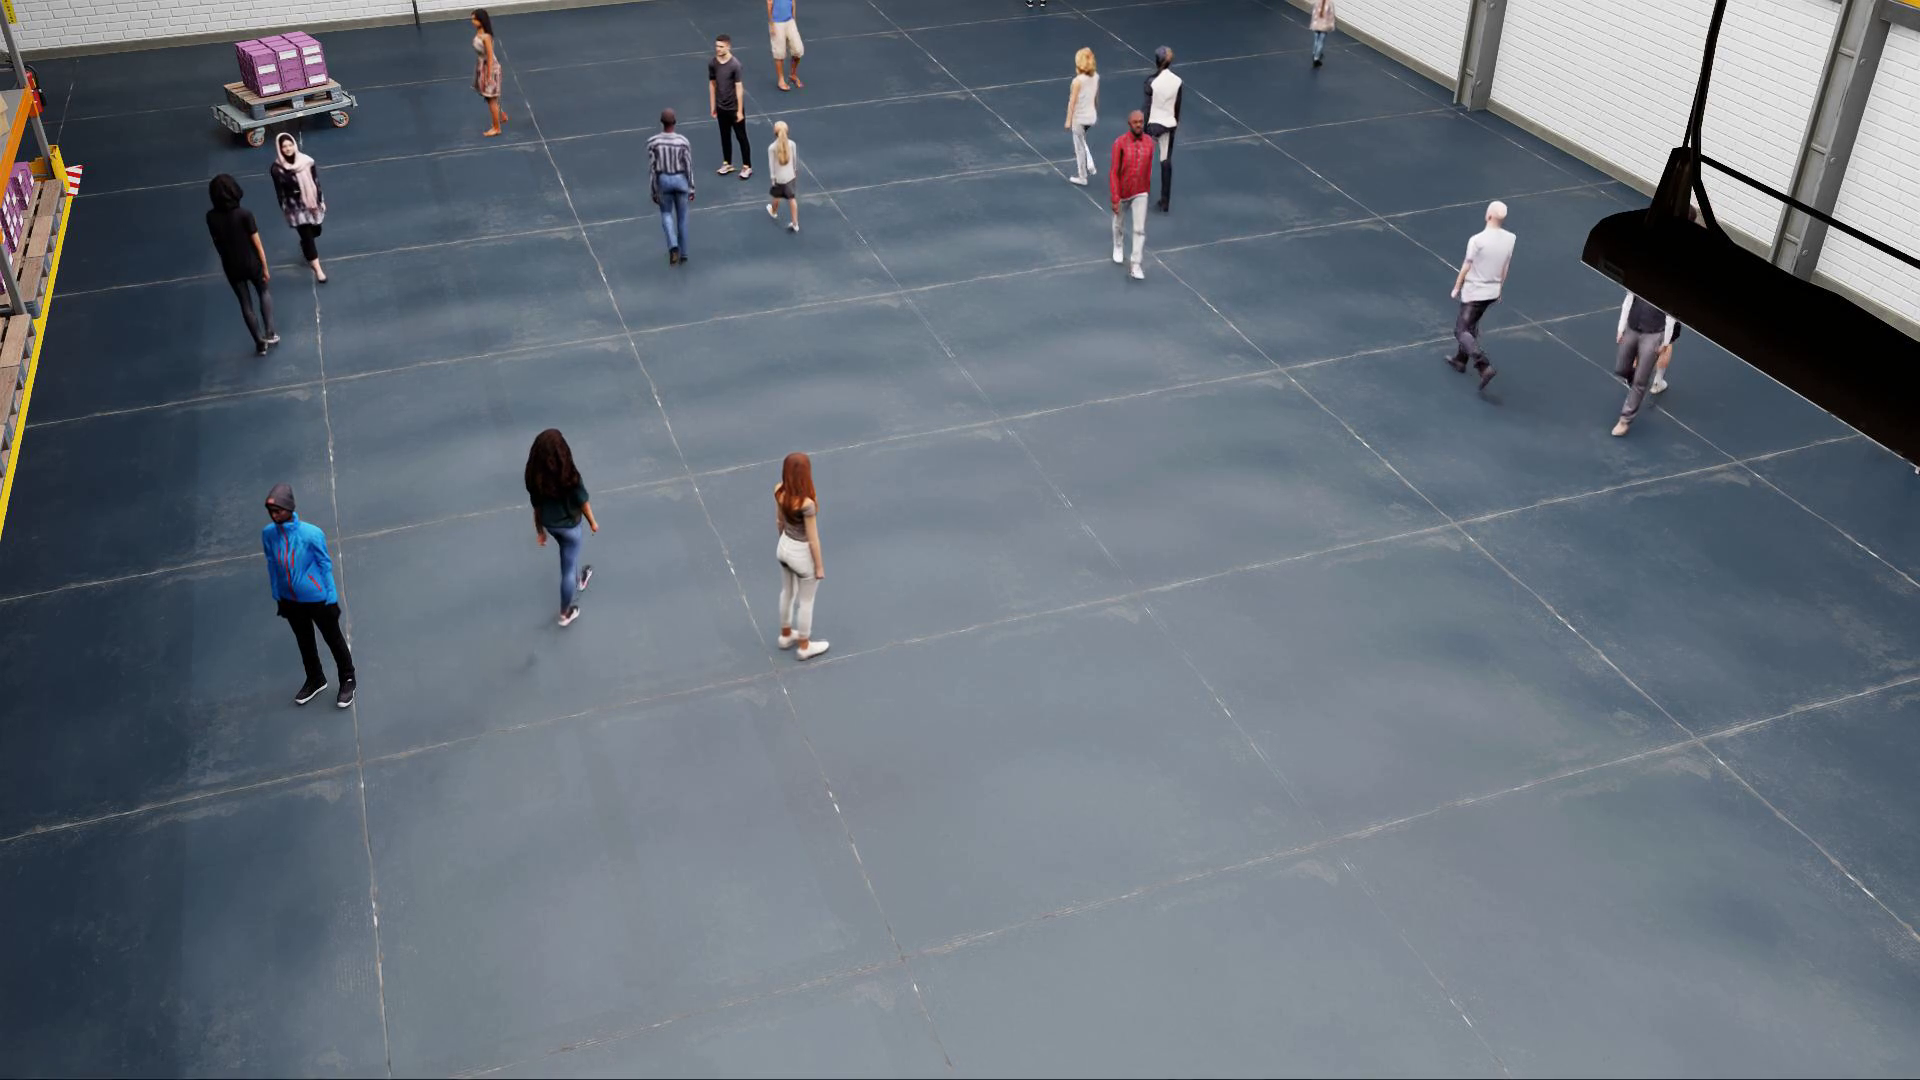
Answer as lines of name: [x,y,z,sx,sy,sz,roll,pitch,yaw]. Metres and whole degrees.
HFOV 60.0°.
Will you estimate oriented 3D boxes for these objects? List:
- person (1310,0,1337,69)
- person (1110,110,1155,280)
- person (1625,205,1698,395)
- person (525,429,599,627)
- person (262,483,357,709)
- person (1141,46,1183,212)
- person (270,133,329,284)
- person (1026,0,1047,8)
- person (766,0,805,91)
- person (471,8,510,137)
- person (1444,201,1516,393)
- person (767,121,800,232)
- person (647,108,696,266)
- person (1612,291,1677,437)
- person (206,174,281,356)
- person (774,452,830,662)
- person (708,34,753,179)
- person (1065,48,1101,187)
person: [5.210,-7.431,24.079,0.728,1.180,0.748,23,40,30]
person: [1.807,-3.800,18.078,0.848,1.775,1.259,-4,34,-6]
person: [6.641,-2.271,15.694,0.718,1.868,0.793,17,37,24]
person: [-3.040,-0.056,12.615,0.910,1.589,1.031,10,35,14]
person: [-4.614,0.384,11.767,0.695,1.794,0.687,4,34,5]
person: [2.371,-4.776,19.488,0.764,1.840,1.181,-9,35,-13]
person: [-7.133,-3.637,17.978,0.855,1.615,1.110,-25,41,-32]
person: [1.228,-9.312,26.667,0.577,1.448,0.573,-1,34,-1]
person: [-2.533,-7.223,23.163,0.695,1.847,0.705,-18,37,-25]
person: [-6.096,-6.128,21.705,0.799,1.638,0.639,-17,37,-24]
person: [4.971,-2.301,15.792,0.757,1.809,1.102,-15,37,-21]
person: [-1.994,-4.153,19.089,0.552,1.245,0.874,-15,36,-21]
person: [-3.112,-3.764,18.022,0.738,1.779,0.825,-4,34,-6]
person: [6.273,-1.908,15.103,0.919,1.919,0.966,-28,42,-35]
person: [-7.058,-2.659,16.324,0.680,1.817,0.697,-5,34,-8]
person: [-1.205,0.118,12.236,0.585,1.719,0.715,28,43,35]
person: [-2.818,-5.323,20.384,0.696,1.760,0.759,15,36,21]
person: [1.554,-5.092,20.129,0.755,1.658,0.719,24,40,31]
